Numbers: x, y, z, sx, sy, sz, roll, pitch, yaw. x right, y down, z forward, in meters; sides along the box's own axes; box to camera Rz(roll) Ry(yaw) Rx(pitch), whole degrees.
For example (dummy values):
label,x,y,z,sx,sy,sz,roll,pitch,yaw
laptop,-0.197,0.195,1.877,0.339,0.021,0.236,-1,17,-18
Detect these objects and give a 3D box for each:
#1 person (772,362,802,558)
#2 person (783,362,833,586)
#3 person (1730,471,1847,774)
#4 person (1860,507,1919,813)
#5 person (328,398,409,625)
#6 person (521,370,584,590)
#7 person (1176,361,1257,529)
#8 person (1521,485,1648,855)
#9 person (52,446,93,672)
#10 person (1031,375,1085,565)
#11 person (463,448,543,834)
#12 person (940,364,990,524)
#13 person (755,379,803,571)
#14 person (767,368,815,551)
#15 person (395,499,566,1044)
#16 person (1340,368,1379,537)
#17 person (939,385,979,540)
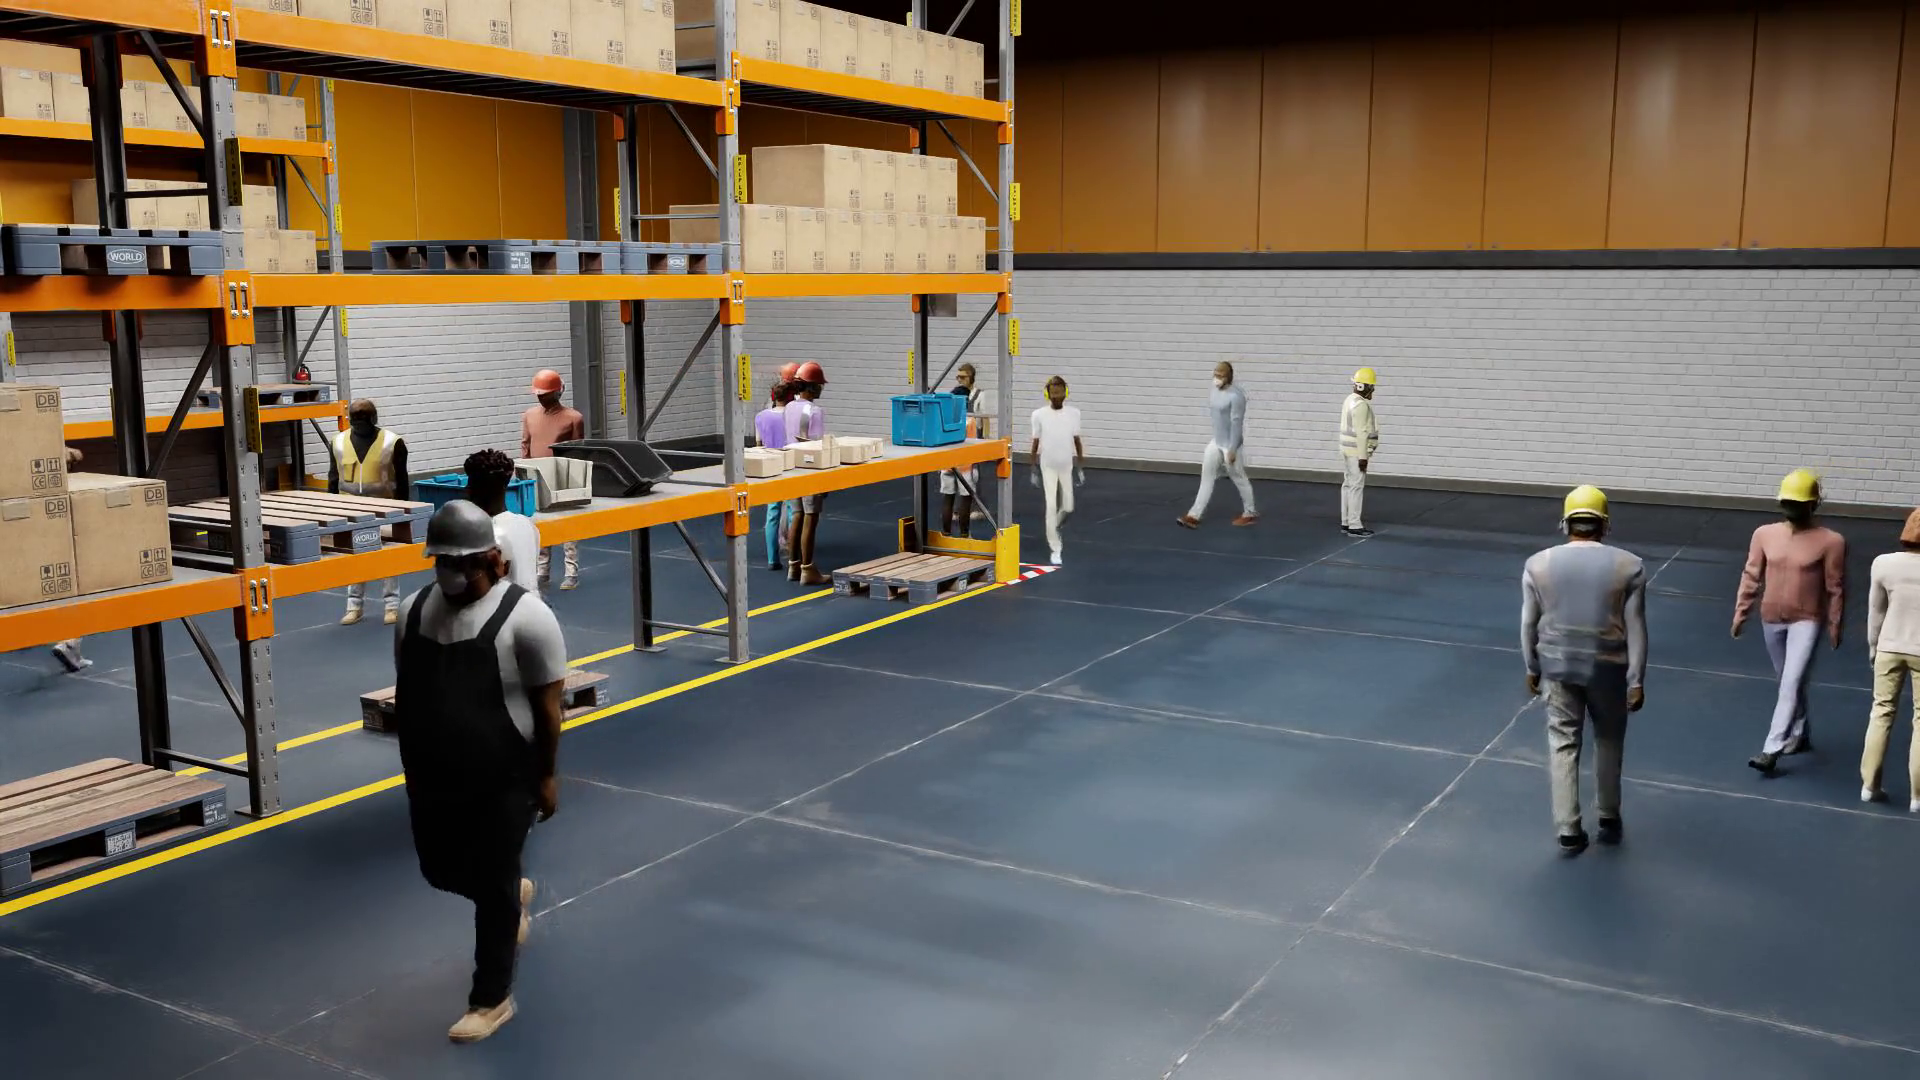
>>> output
label,x,y,z,sx,sy,sz,roll,pitch,yaw
person,-1.654,-0.782,16.529,0.511,1.968,0.612,-3,9,-16
person,-1.377,-0.604,15.215,0.402,2.039,0.611,-6,11,-34
person,4.762,0.460,9.564,0.930,1.711,0.534,-7,12,-38
person,5.066,0.624,8.827,0.285,1.626,0.493,-8,12,-40
person,-4.785,-0.225,13.455,0.634,1.839,0.429,-1,9,-5
person,-3.664,-0.536,14.939,0.611,1.985,0.393,2,9,13
person,2.928,-1.043,18.443,1.059,1.876,0.645,-5,10,-27
person,3.107,0.623,8.274,0.602,1.795,0.746,5,10,27
person,-6.311,0.158,11.725,0.526,1.624,0.445,2,9,10
person,0.951,-0.709,16.419,0.534,1.856,0.624,-2,9,-10
person,-2.324,0.514,8.443,0.362,1.963,0.614,1,9,7
person,0.007,-1.088,18.932,0.511,1.804,0.903,9,13,44
person,-1.679,-0.609,15.831,0.563,1.844,0.390,3,10,20
person,-1.738,-0.840,16.980,0.352,1.937,0.635,-6,11,-34
person,-1.816,0.810,6.363,0.694,2.000,0.773,3,9,17
person,4.322,-0.949,18.021,0.404,1.823,0.591,0,9,0
person,-0.011,-0.746,17.153,0.540,1.695,0.318,8,12,41
